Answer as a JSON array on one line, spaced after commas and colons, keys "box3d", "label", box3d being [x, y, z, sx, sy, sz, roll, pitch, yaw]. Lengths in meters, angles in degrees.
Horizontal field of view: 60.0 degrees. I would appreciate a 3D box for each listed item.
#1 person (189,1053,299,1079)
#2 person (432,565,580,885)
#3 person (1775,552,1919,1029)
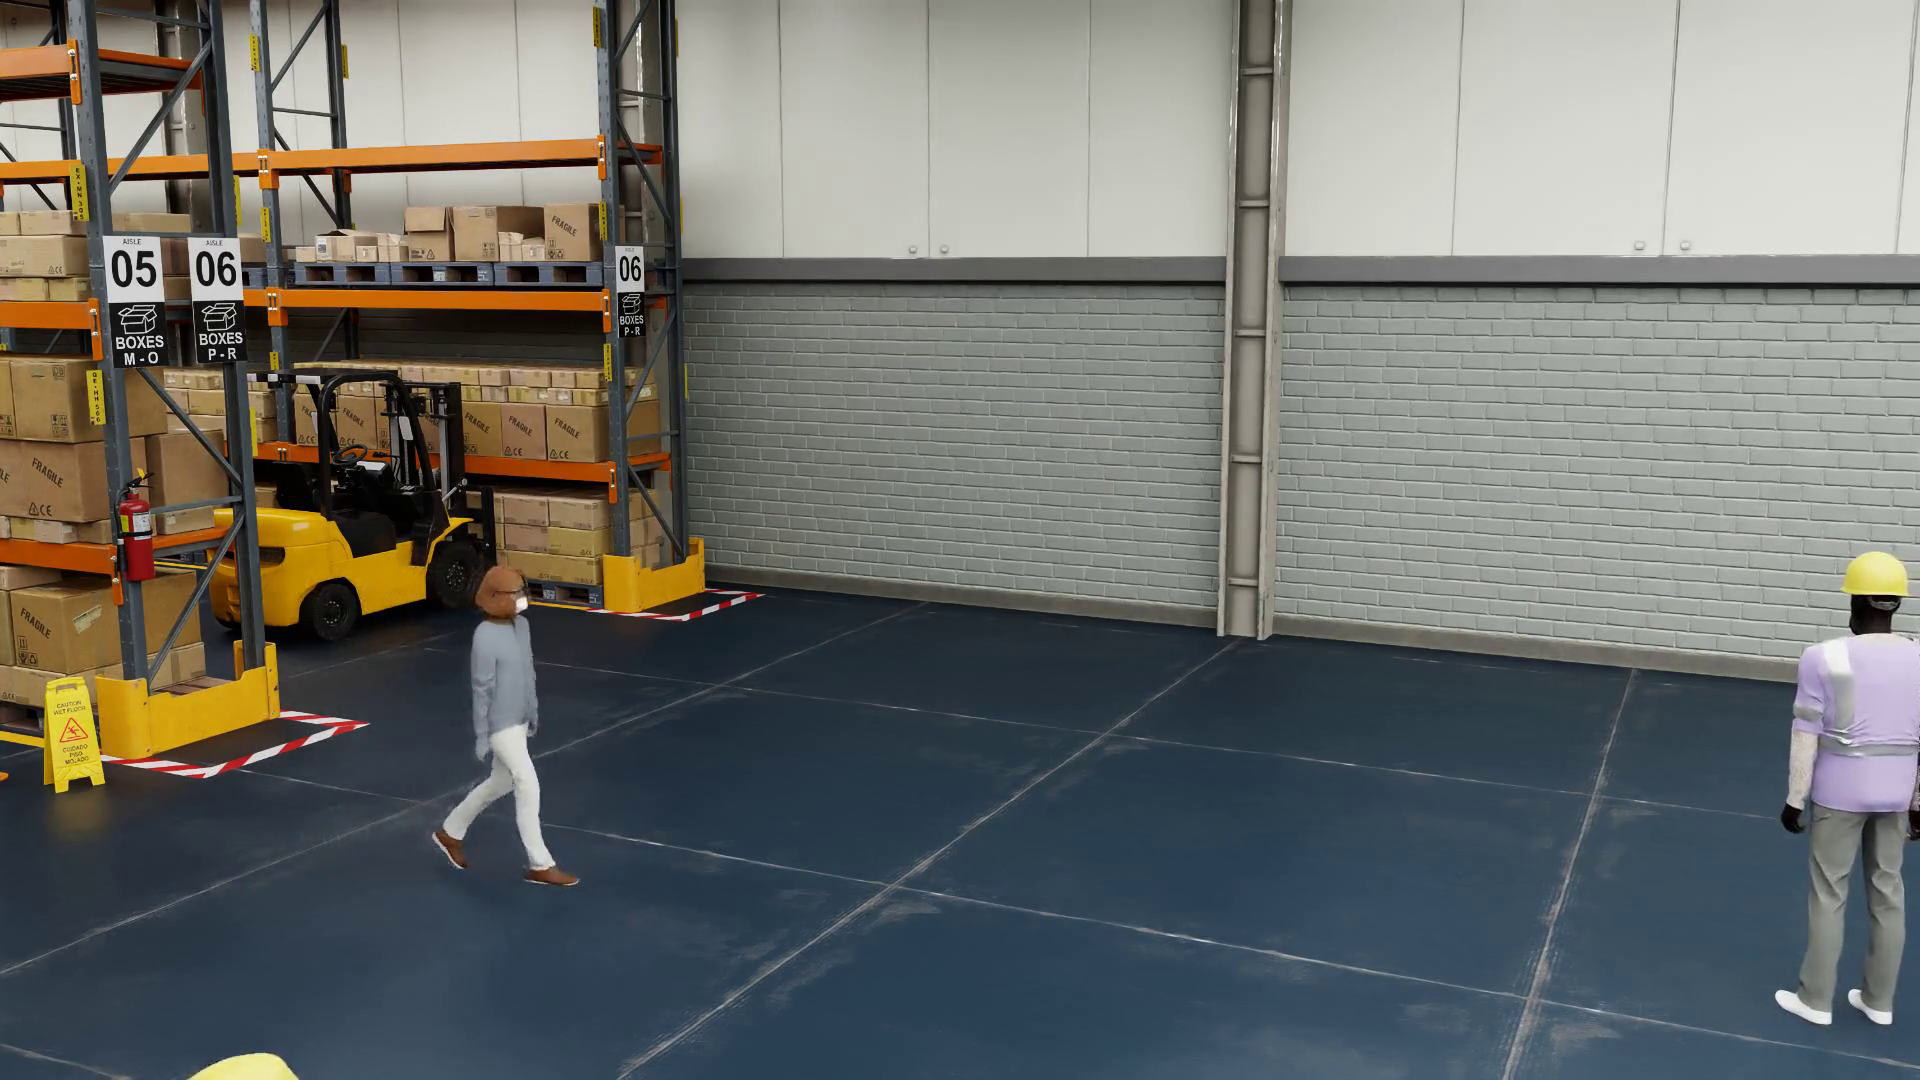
[{"box3d": [-1.170, 1.709, 2.699, 0.871, 1.800, 0.593, -1, 9, -9], "label": "person"}, {"box3d": [-2.289, 0.904, 8.220, 0.765, 1.608, 0.505, 2, 9, 10], "label": "person"}, {"box3d": [3.596, 1.002, 6.655, 0.588, 1.923, 0.389, 0, 9, -1], "label": "person"}]
